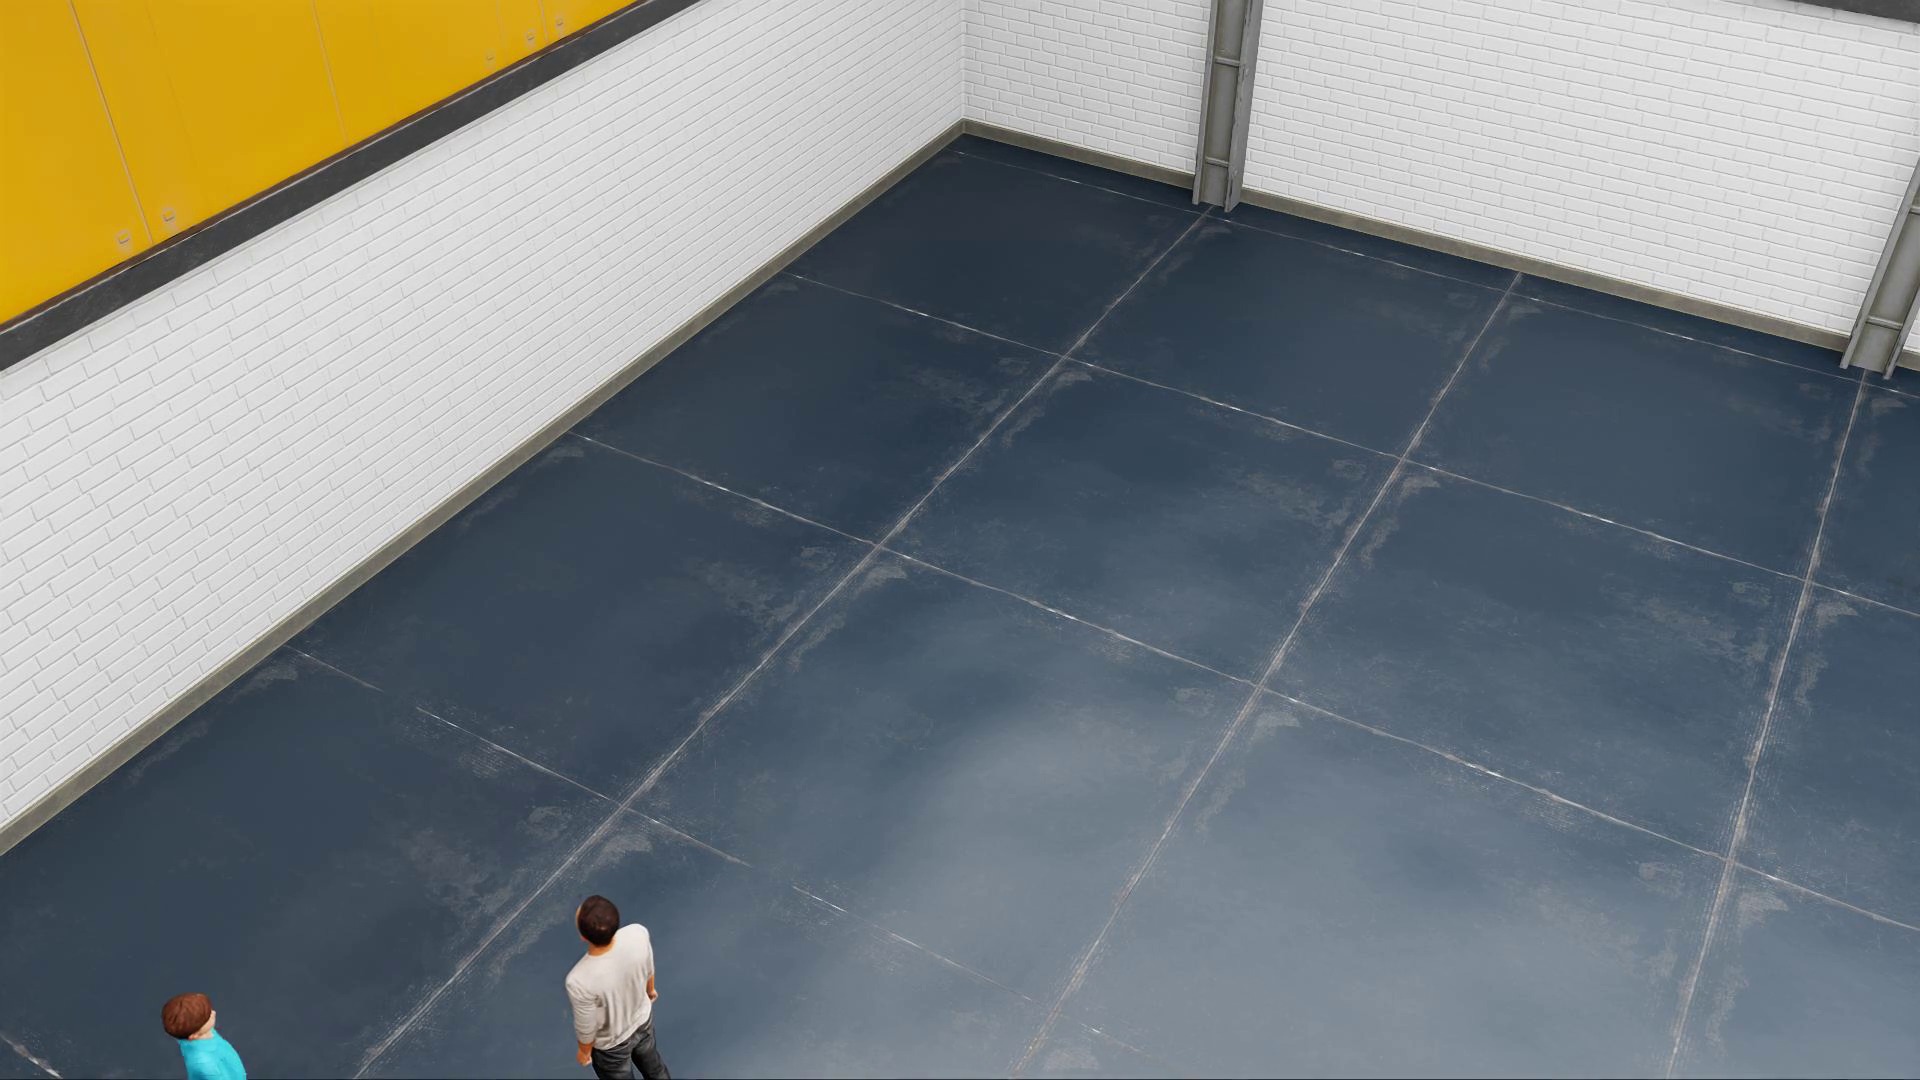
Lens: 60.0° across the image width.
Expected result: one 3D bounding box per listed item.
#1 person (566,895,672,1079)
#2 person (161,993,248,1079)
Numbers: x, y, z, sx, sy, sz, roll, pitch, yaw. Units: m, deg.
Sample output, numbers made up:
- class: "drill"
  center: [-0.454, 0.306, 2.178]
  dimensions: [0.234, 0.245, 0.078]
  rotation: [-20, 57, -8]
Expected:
- class: "person"
  center: [-1.619, 2.323, 7.970]
  dimensions: [0.569, 1.812, 0.662]
  rotation: [24, 45, 27]
- class: "person"
  center: [-3.547, 2.654, 7.851]
  dimensions: [0.687, 1.442, 0.624]
  rotation: [-23, 44, -26]
